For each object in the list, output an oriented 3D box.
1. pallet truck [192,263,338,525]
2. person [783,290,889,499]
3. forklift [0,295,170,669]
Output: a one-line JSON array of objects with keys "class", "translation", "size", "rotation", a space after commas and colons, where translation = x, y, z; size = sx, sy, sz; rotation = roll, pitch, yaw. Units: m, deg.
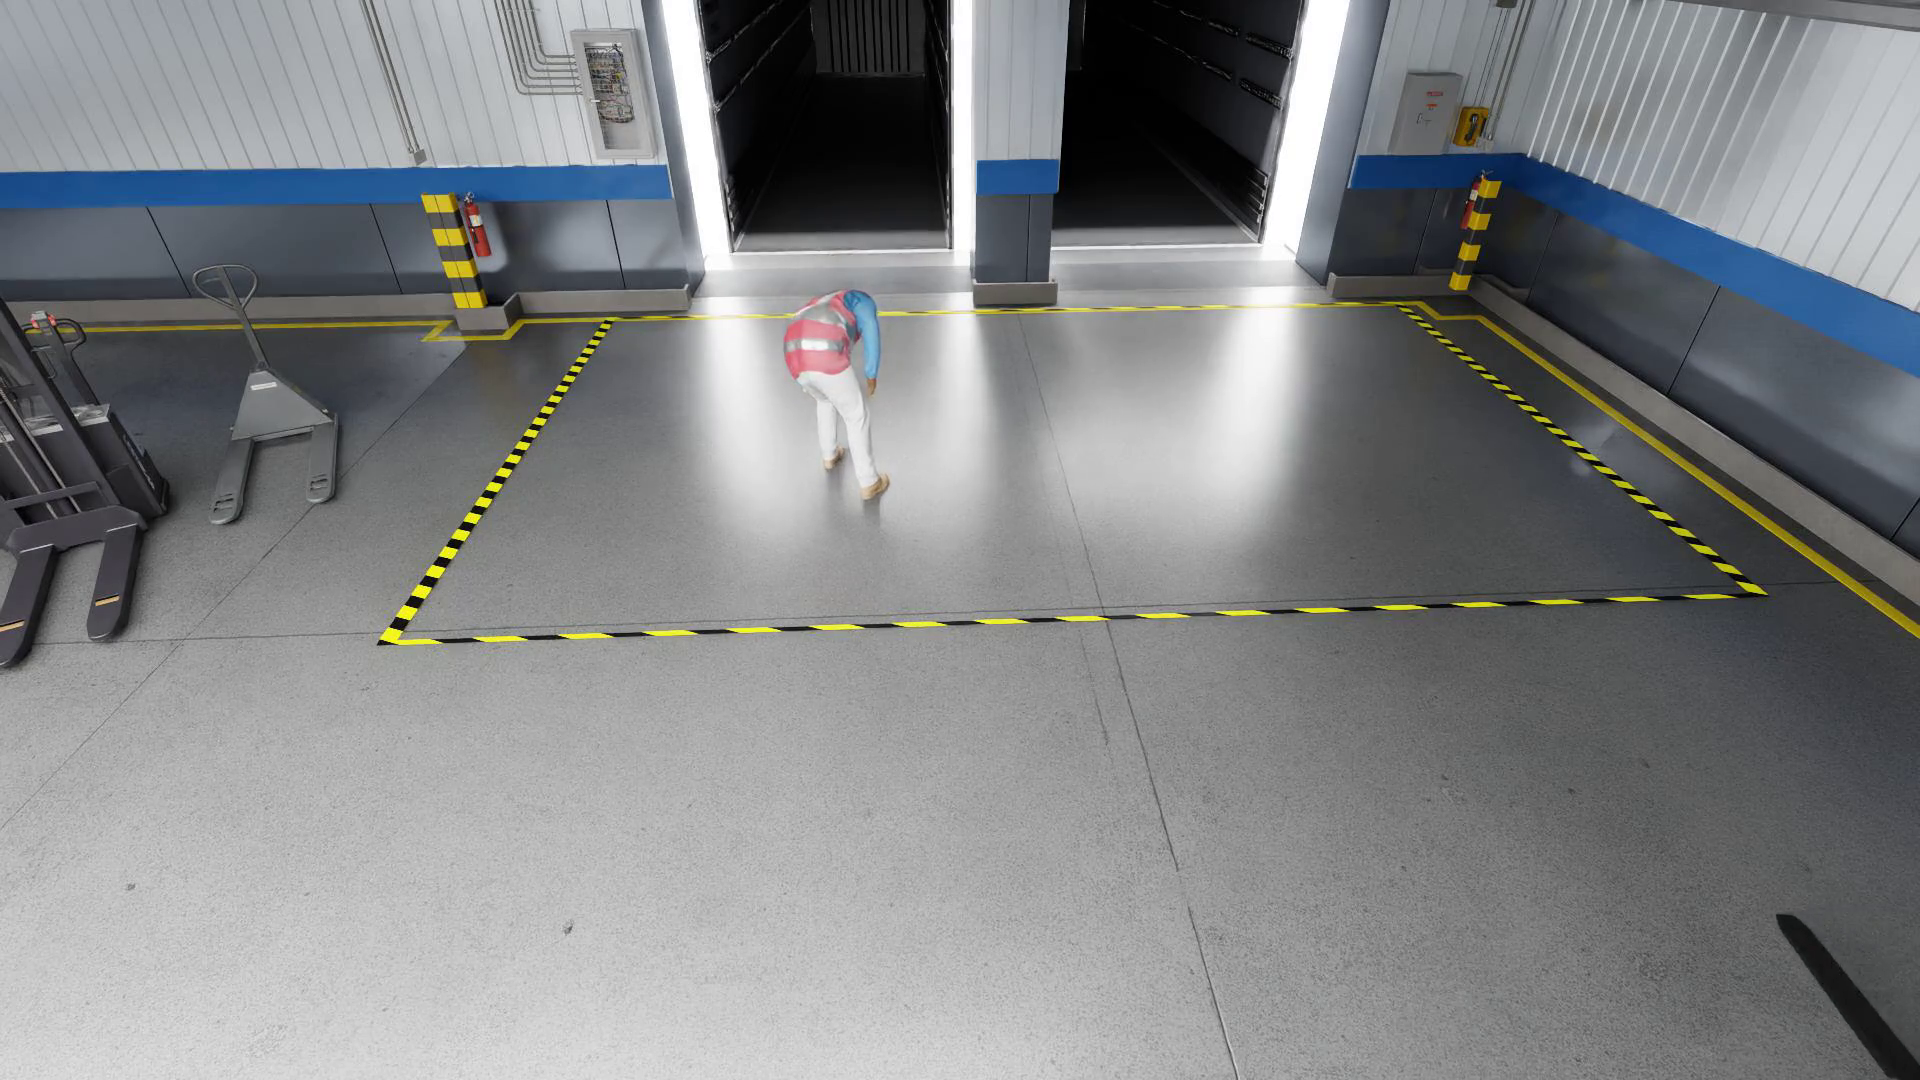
[{"class": "pallet truck", "translation": [-4.778, -1.027, 6.128], "size": [0.680, 1.201, 1.601], "rotation": [-17, 38, -23]}, {"class": "person", "translation": [-0.772, -1.046, 6.186], "size": [0.858, 1.251, 0.976], "rotation": [-29, 44, -35]}, {"class": "forklift", "translation": [-5.212, -0.618, 4.878], "size": [0.823, 1.965, 1.885], "rotation": [-20, 39, -26]}]
